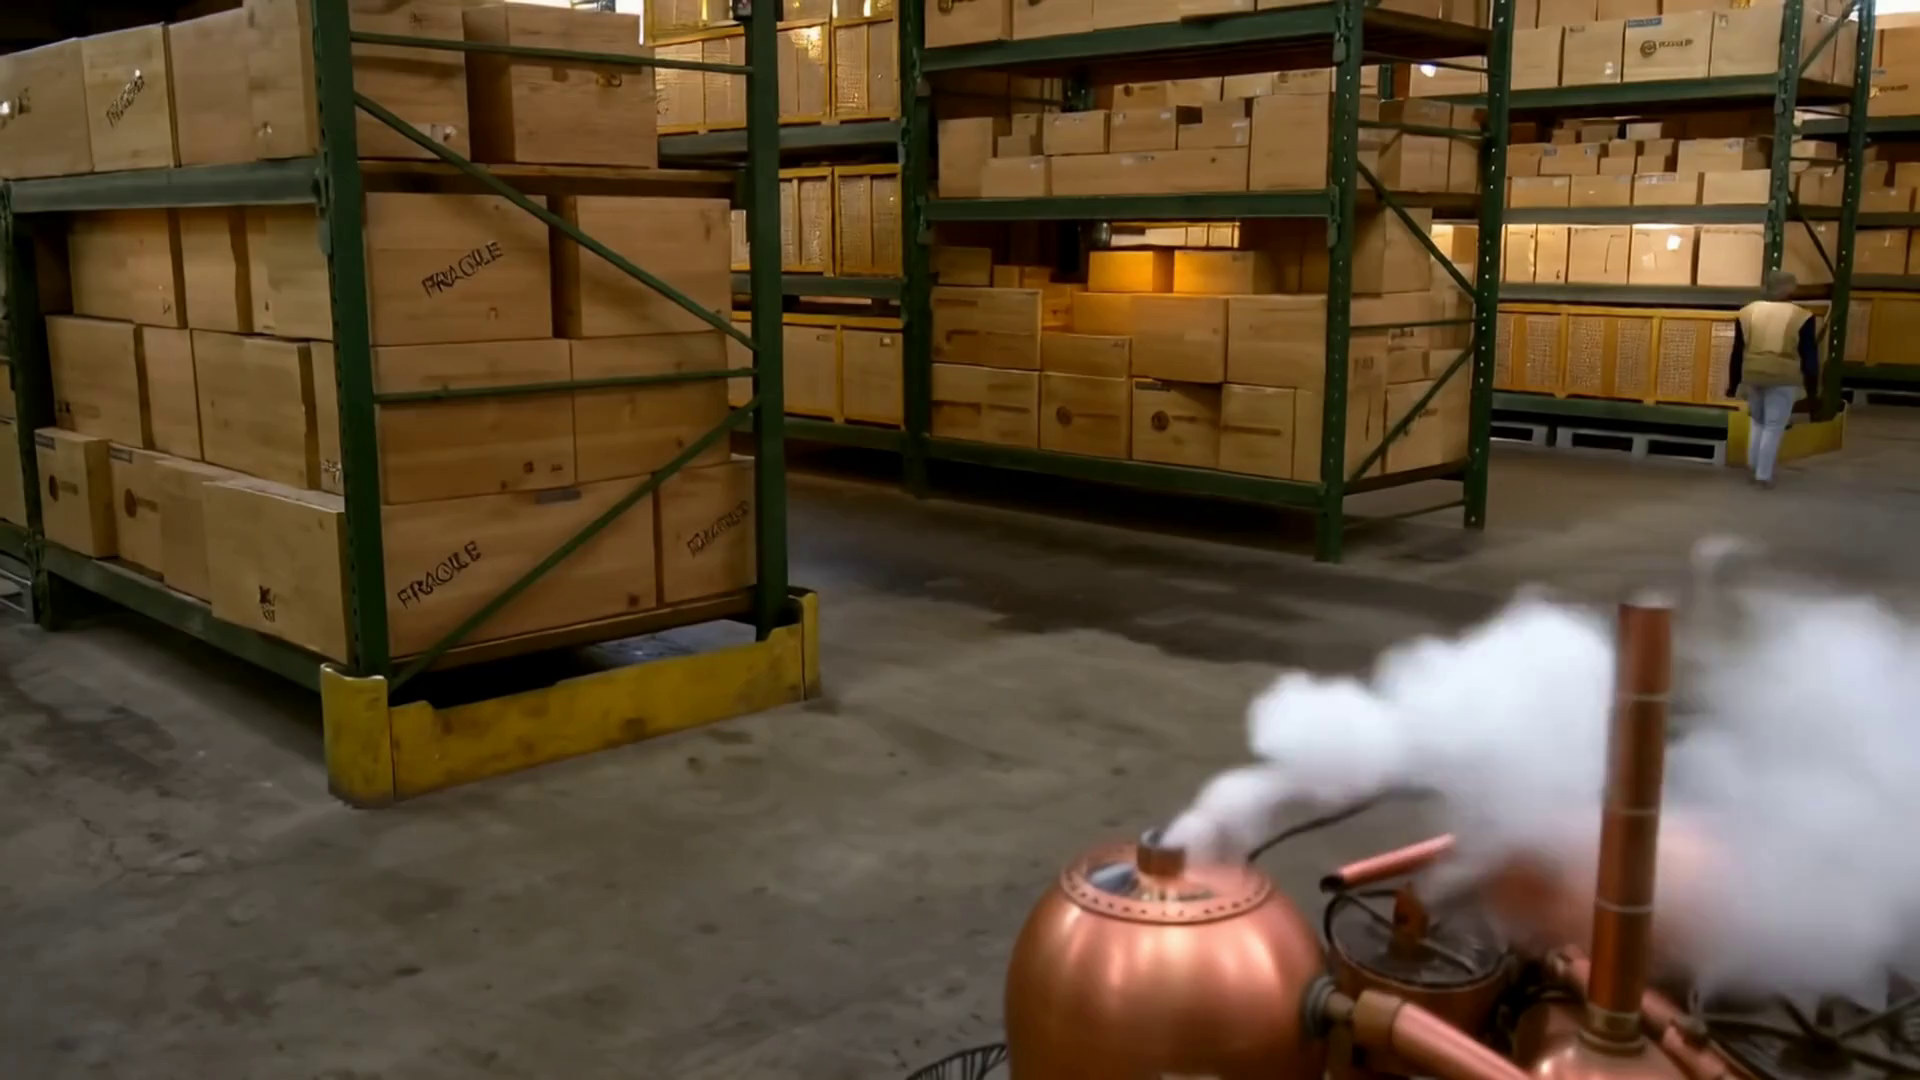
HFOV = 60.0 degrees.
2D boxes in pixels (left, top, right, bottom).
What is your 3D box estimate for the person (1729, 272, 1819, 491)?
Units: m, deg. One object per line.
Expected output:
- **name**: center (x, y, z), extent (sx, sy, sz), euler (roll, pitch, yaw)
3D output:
- **person**: center (6.871, -1.330, 13.982), extent (0.681, 1.819, 0.664), euler (-10, 14, -44)
